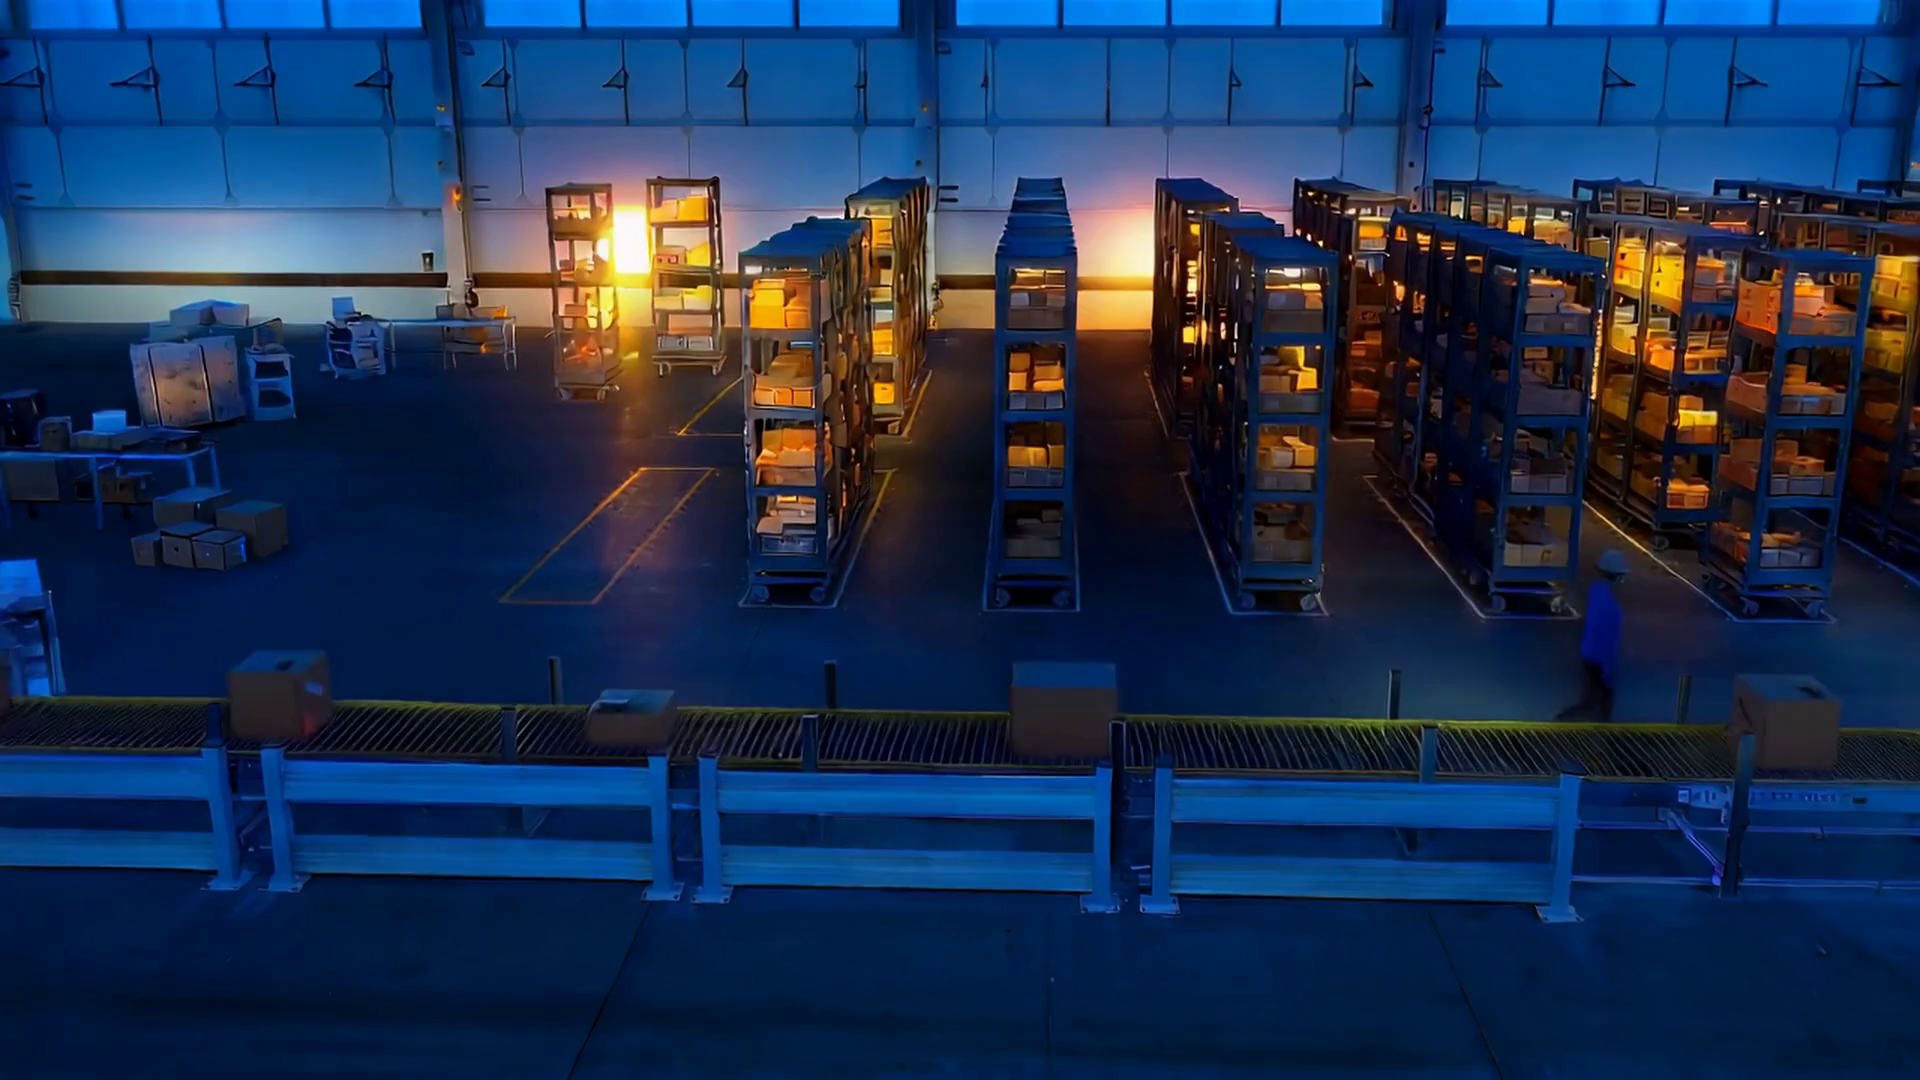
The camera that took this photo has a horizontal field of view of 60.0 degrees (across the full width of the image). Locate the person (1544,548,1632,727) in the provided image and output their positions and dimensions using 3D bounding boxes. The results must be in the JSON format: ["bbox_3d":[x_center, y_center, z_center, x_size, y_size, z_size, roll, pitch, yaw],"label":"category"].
[{"bbox_3d":[4.884,0.905,12.883,0.746,1.744,0.530,2,15,6],"label":"person"}]

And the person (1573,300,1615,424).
[{"bbox_3d":[10.014,-2.826,26.284,0.630,1.970,0.451,3,15,10],"label":"person"}]
